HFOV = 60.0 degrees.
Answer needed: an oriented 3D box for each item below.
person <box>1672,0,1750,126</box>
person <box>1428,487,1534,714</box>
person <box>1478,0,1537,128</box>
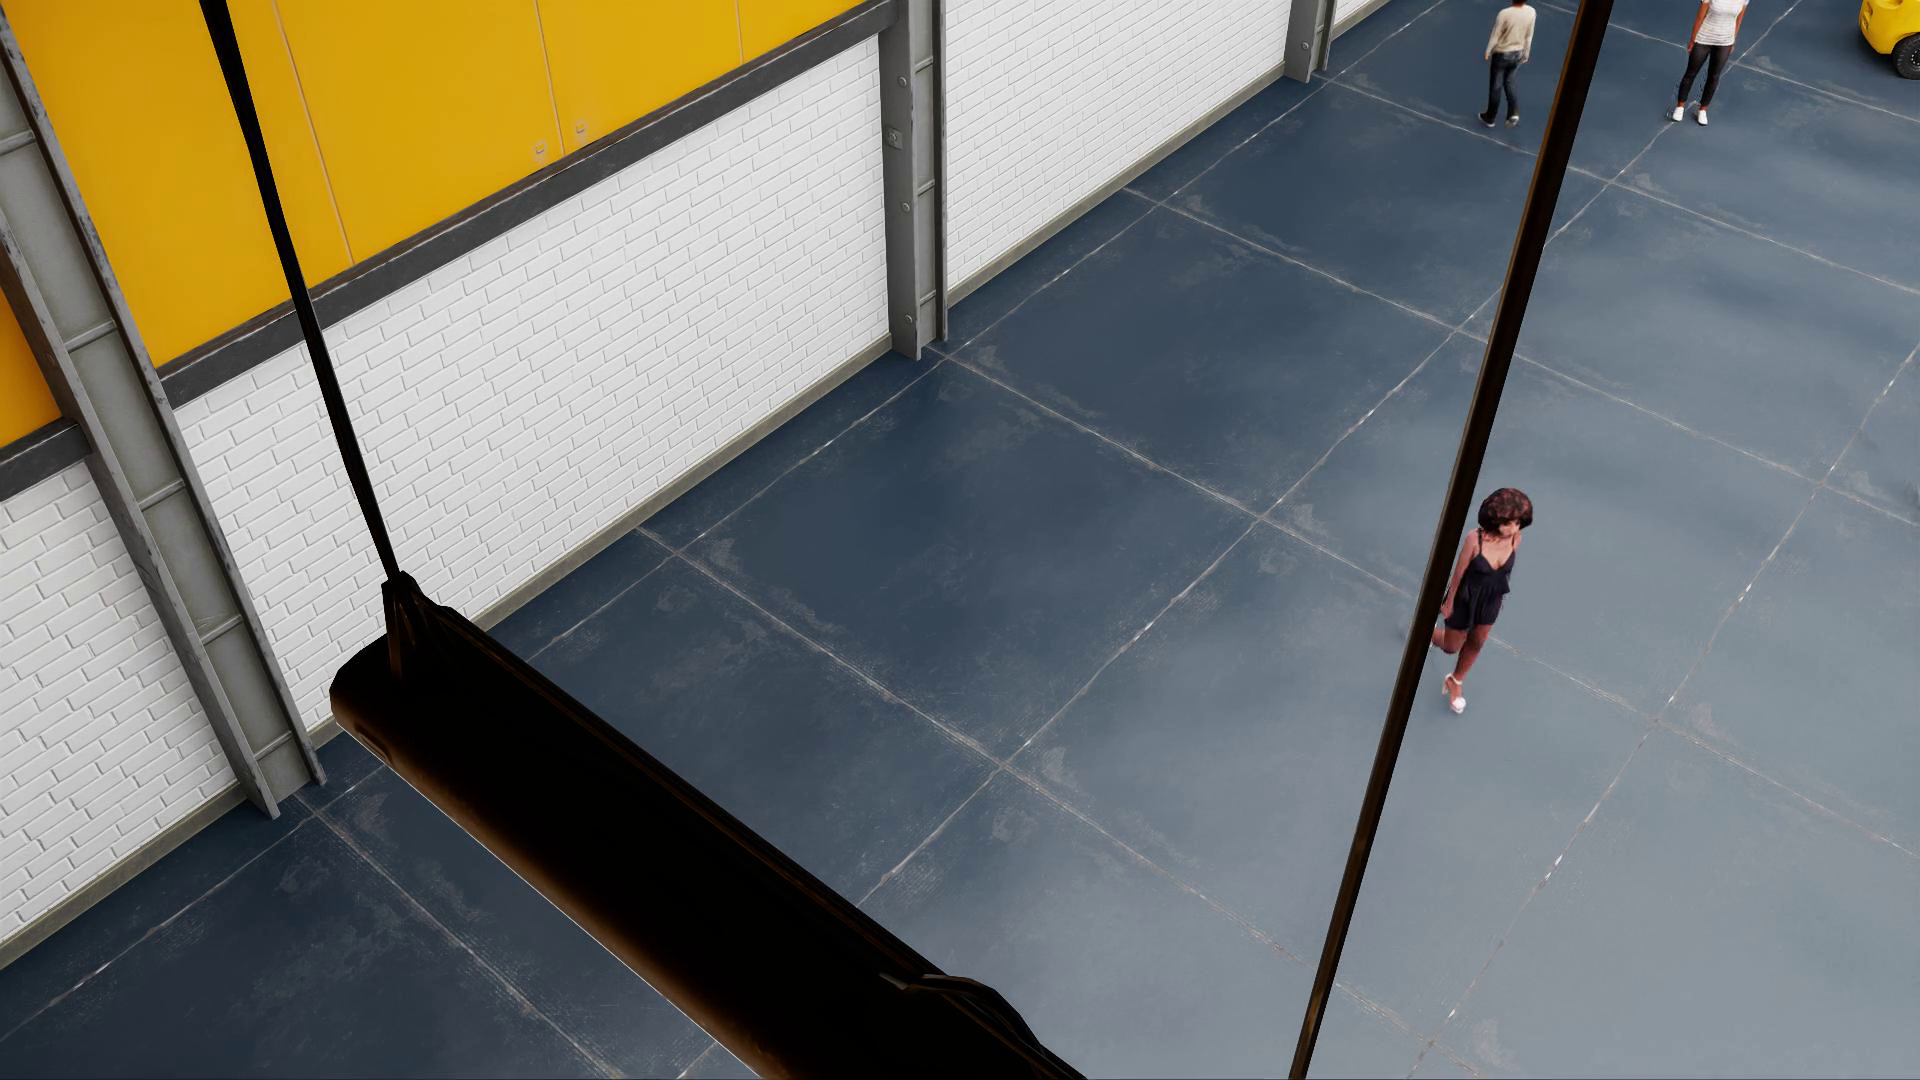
[{"bbox_3d":[7.145,-4.764,15.784,0.660,1.644,0.680,9,44,9],"label":"person"},{"bbox_3d":[3.162,0.319,10.355,0.858,1.773,0.892,-8,44,-8],"label":"person"},{"bbox_3d":[5.187,-4.529,15.676,0.742,1.453,0.785,-9,44,-9],"label":"person"}]
